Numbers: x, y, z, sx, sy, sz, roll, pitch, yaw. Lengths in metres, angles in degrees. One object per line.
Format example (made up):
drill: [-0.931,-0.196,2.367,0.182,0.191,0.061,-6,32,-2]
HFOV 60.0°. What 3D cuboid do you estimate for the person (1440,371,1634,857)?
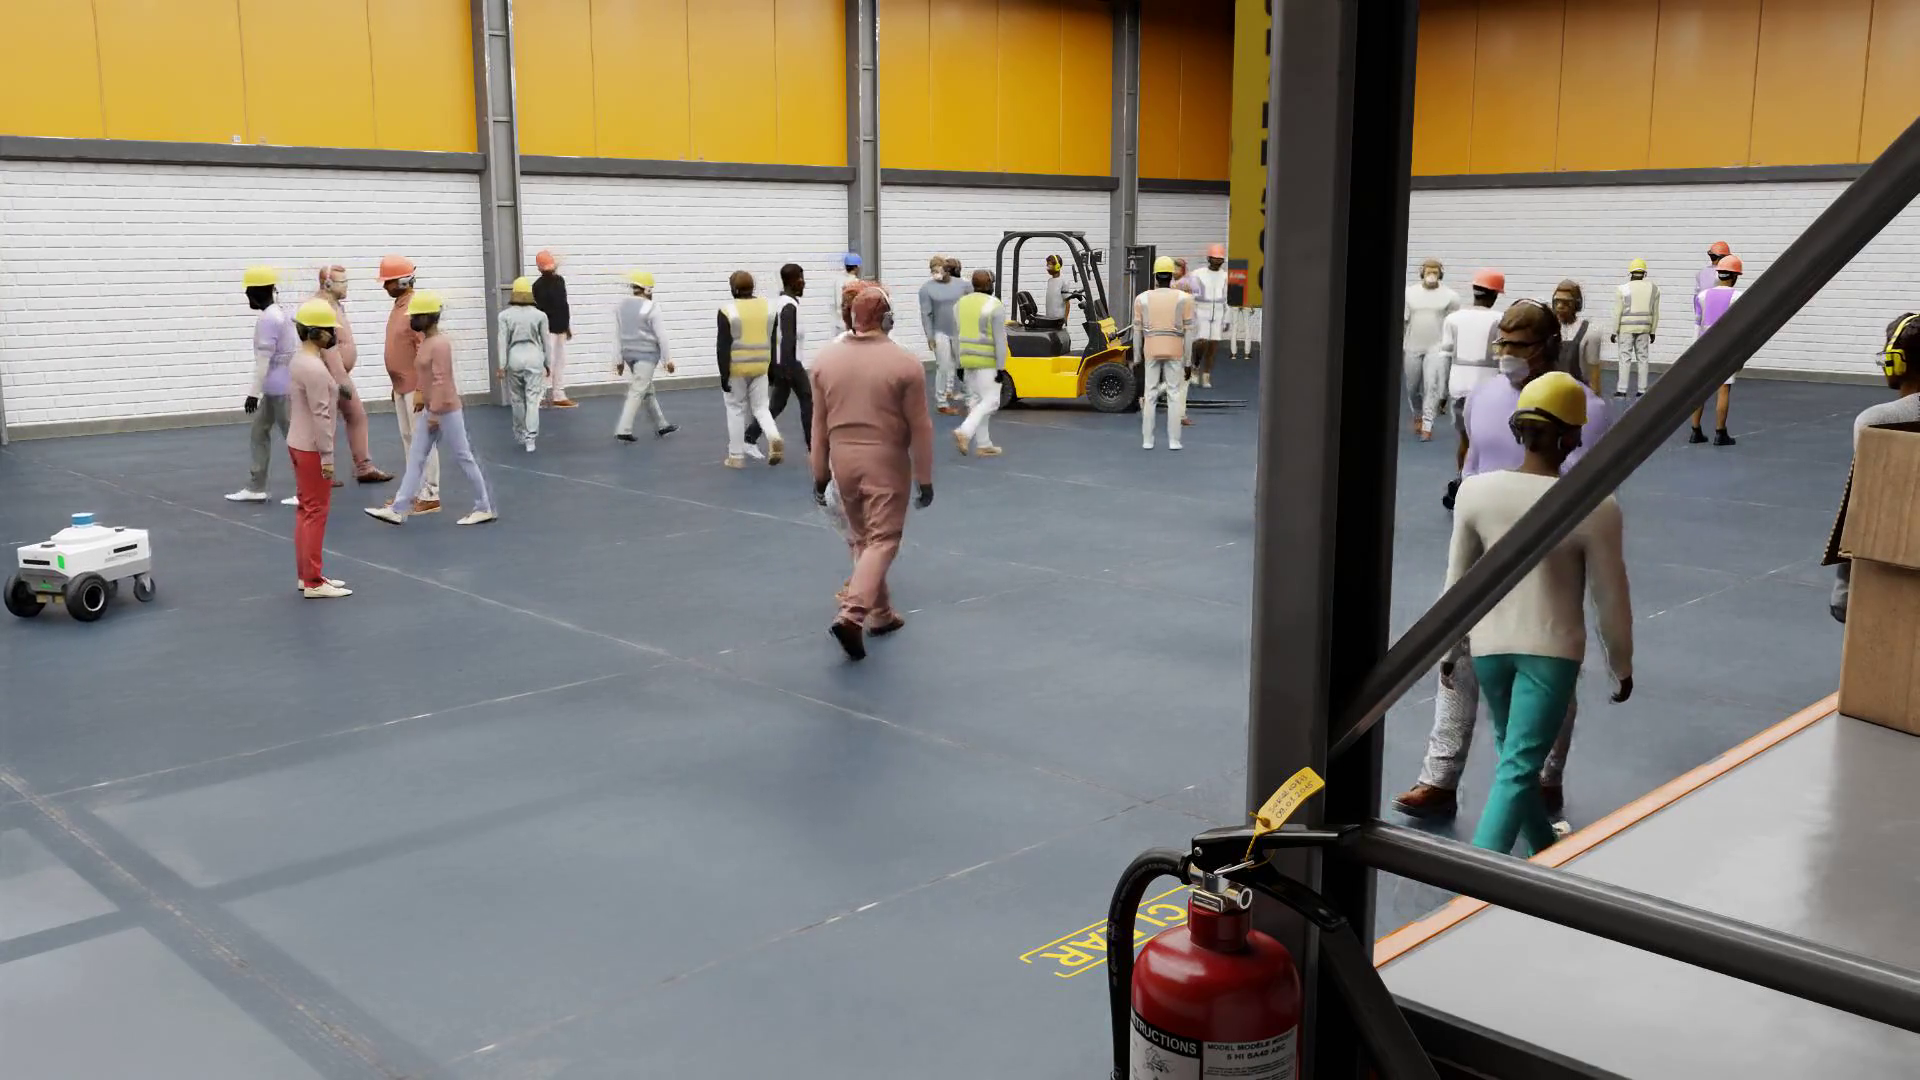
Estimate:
person: [1.809,0.337,5.201,0.935,1.710,0.545,-10,15,-44]

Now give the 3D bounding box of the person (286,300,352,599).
person: [-3.787,-0.535,9.839,0.350,1.756,0.518,-7,12,-32]

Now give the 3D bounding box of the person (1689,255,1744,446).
person: [7.759,-1.927,16.961,0.381,1.929,0.538,-9,14,-41]

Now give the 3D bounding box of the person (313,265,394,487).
person: [-5.198,-1.373,14.064,0.826,1.875,0.674,-2,11,-10]

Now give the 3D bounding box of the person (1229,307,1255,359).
person: [4.855,-4.074,28.824,0.519,1.873,0.335,2,11,11]

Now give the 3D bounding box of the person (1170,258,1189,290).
person: [2.940,-2.985,23.079,0.483,1.850,0.622,-2,11,-10]

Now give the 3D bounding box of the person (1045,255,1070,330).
person: [1.327,-3.039,23.204,0.327,1.865,0.519,-6,12,-31]

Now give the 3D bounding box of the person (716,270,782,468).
person: [-1.919,-1.539,15.128,0.636,1.827,0.698,-7,13,-34]

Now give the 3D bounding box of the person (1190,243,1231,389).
person: [3.480,-3.091,23.054,0.643,2.018,0.446,-3,11,-14]

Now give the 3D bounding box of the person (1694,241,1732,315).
person: [10.554,-3.143,23.274,0.376,2.042,0.615,-4,11,-19]

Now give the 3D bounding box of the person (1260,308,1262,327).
person: [4.021,-2.730,21.253,0.374,1.959,0.603,3,11,14]

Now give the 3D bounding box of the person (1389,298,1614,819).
person: [1.923,0.107,5.923,0.881,1.902,0.651,-7,12,-33]

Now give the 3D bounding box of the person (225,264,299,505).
person: [-5.481,-1.198,13.056,0.848,1.892,0.598,-4,11,-18]

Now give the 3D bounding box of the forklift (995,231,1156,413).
forklift: [1.222,-2.721,20.561,2.313,2.155,1.214,2,11,13]

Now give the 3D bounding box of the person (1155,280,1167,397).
person: [2.546,-2.683,21.973,0.745,1.609,0.510,6,12,31]

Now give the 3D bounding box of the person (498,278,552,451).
person: [-4.356,-1.768,16.682,0.507,1.696,0.890,-2,11,-13]

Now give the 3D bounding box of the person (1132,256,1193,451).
person: [2.010,-1.845,16.521,0.598,1.926,0.374,2,11,11]

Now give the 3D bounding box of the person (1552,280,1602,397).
person: [4.343,-0.983,12.162,0.953,1.798,0.516,-9,14,-42]

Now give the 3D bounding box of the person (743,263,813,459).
person: [-1.677,-1.698,15.854,0.946,1.882,0.607,-2,11,-13]

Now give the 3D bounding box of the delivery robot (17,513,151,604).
delivery robot: [-4.966,0.091,9.448,0.477,0.478,0.707,3,11,15]

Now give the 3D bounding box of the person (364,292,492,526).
person: [-3.873,-0.931,12.089,0.922,1.712,0.543,-7,13,-34]

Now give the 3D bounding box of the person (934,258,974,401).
person: [-0.087,-2.729,21.572,0.633,1.840,0.429,9,14,41]

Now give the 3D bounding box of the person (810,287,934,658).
person: [-0.476,-0.357,8.560,0.661,1.880,0.895,5,12,26]

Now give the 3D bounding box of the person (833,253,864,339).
person: [-1.485,-2.934,22.546,0.621,1.896,1.031,9,14,41]

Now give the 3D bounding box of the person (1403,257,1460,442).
person: [4.907,-2.012,17.481,0.633,1.914,0.856,4,11,23]

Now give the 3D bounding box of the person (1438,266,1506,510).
person: [3.981,-1.168,12.929,0.553,1.904,0.864,7,13,35]

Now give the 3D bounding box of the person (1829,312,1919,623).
person: [3.393,0.119,6.006,0.509,1.860,0.318,-2,11,-12]

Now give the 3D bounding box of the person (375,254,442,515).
person: [-4.235,-1.185,12.760,0.393,1.985,0.611,-8,13,-37]

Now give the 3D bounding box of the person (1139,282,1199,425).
person: [2.363,-2.081,18.676,0.624,1.612,0.522,-1,10,-5]

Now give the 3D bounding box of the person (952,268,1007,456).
person: [0.157,-1.675,15.873,0.635,1.827,0.703,10,14,44]

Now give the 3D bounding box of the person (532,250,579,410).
person: [-5.028,-2.568,20.431,0.404,1.946,0.722,3,11,17]

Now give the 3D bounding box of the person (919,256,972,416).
person: [-0.145,-2.403,19.670,0.666,1.891,0.419,-2,11,-10]

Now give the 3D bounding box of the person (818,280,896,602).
person: [-0.575,-0.560,9.635,0.398,1.875,0.614,-9,14,-40]

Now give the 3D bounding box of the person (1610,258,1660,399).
person: [8.783,-2.746,21.688,0.601,1.830,0.403,0,10,-1]

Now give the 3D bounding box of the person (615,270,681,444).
person: [-3.252,-1.889,17.163,0.593,1.778,0.952,8,13,37]
